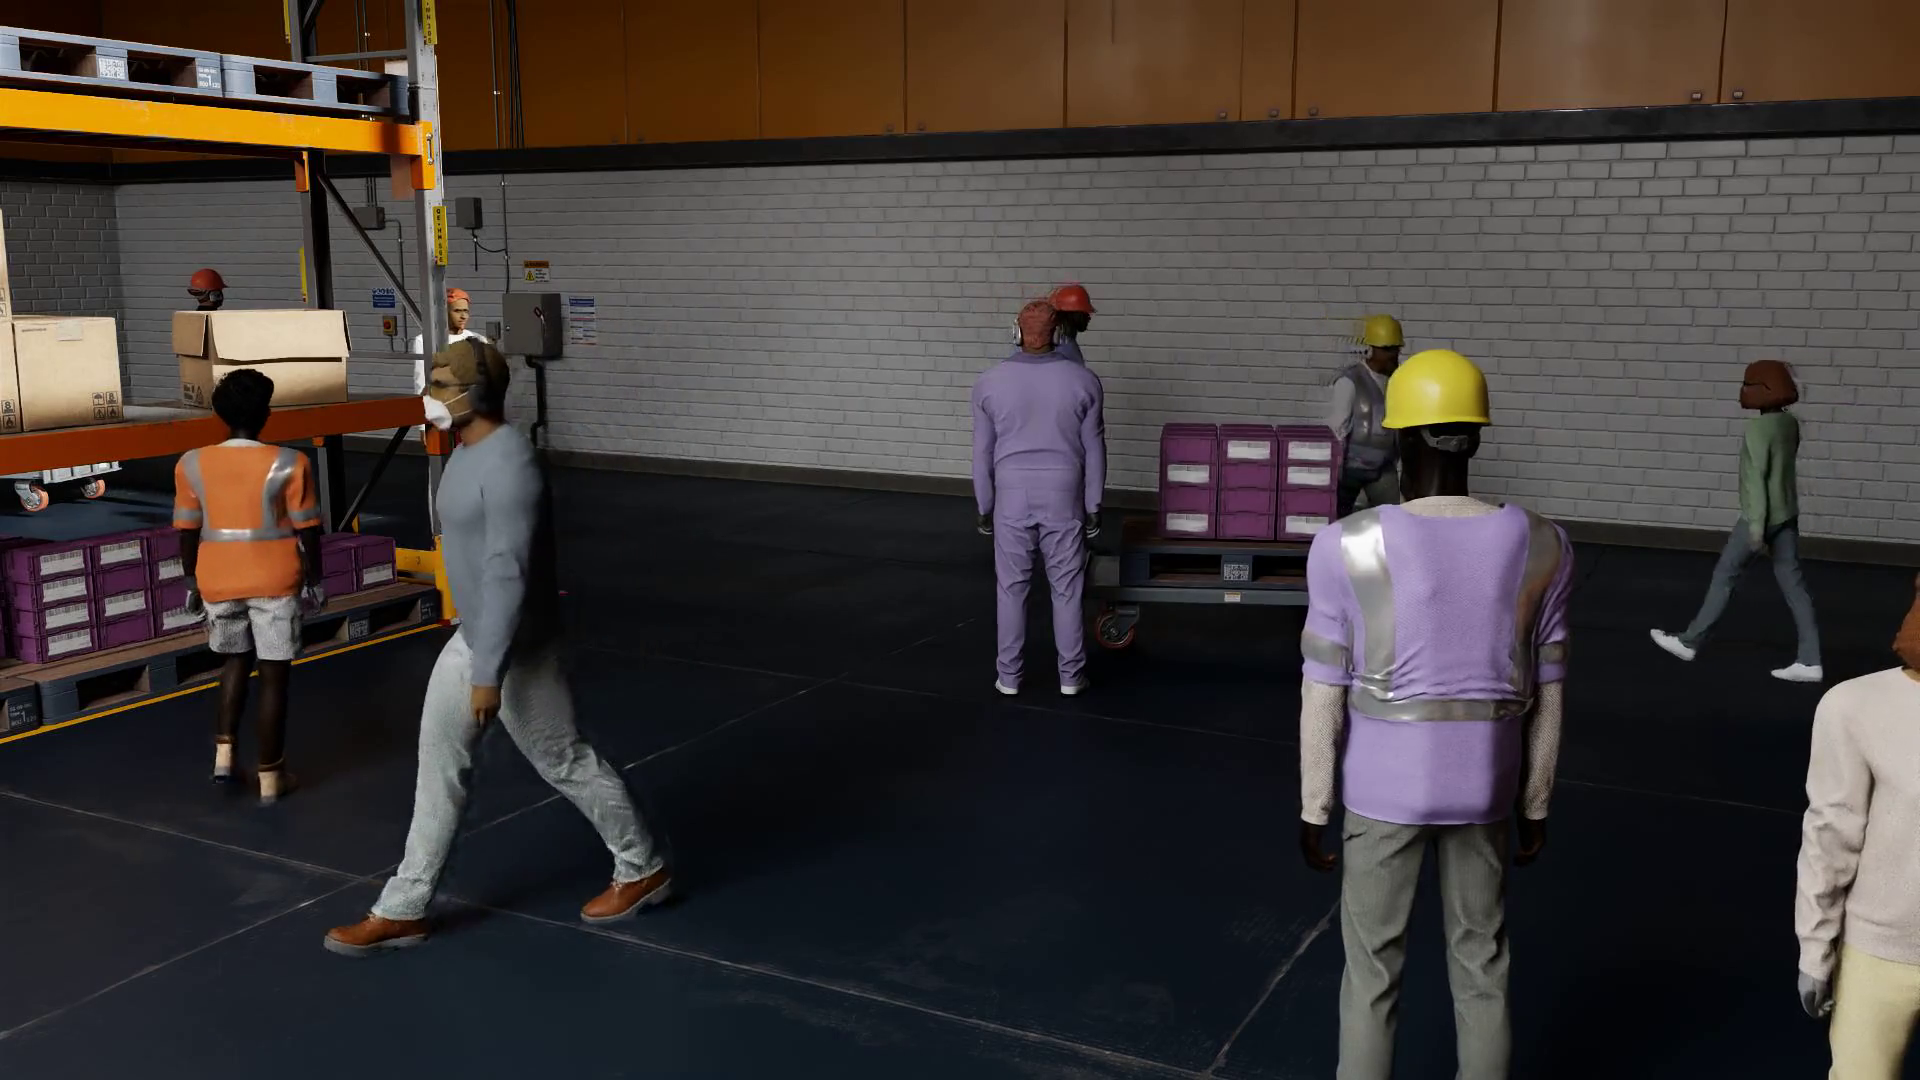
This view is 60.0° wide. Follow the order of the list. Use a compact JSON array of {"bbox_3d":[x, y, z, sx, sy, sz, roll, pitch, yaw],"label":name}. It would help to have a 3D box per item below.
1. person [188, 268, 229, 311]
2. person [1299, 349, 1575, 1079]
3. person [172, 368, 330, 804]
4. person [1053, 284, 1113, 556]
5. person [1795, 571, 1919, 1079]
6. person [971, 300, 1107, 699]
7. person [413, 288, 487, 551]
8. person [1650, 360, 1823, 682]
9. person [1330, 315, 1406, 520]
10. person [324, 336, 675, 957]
[{"bbox_3d":[-6.071,-1.206,13.581,0.612,1.997,0.376,5,11,27],"label":"person"},{"bbox_3d":[1.033,0.541,3.703,0.588,1.918,0.396,0,10,-3],"label":"person"},{"bbox_3d":[-2.731,0.182,6.453,0.535,1.685,0.380,0,10,1],"label":"person"},{"bbox_3d":[0.644,-0.792,11.418,0.775,1.920,0.547,1,10,7],"label":"person"},{"bbox_3d":[1.821,0.791,3.103,0.492,1.626,0.284,3,10,18],"label":"person"},{"bbox_3d":[0.379,-0.183,7.941,0.639,1.903,0.409,1,10,5],"label":"person"},{"bbox_3d":[-3.580,-0.839,11.810,0.578,1.880,0.352,-9,13,-42],"label":"person"},{"bbox_3d":[3.989,-0.107,8.371,0.523,1.582,0.867,-8,12,-38],"label":"person"},{"bbox_3d":[2.415,-0.476,10.041,0.599,1.773,0.996,-6,11,-30],"label":"person"},{"bbox_3d":[-1.393,0.319,5.105,1.062,1.886,0.645,-6,11,-31],"label":"person"}]
